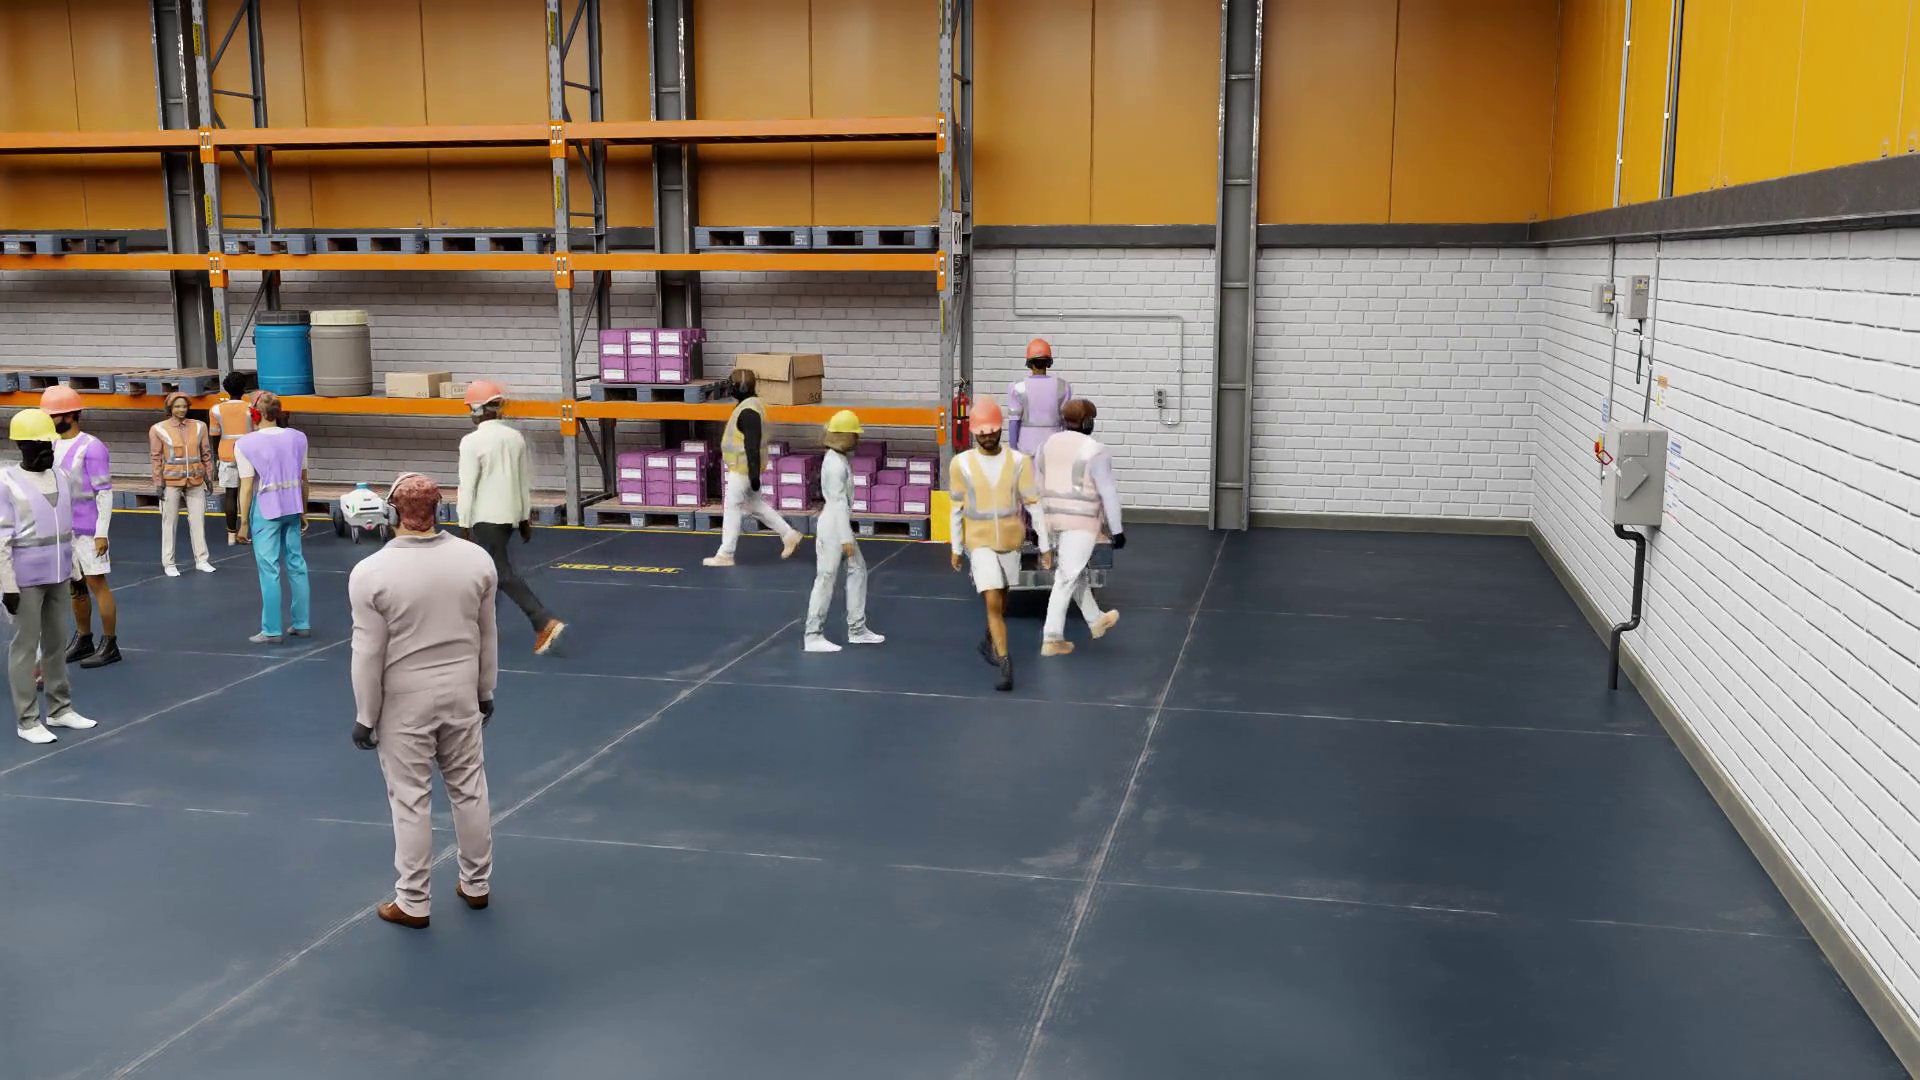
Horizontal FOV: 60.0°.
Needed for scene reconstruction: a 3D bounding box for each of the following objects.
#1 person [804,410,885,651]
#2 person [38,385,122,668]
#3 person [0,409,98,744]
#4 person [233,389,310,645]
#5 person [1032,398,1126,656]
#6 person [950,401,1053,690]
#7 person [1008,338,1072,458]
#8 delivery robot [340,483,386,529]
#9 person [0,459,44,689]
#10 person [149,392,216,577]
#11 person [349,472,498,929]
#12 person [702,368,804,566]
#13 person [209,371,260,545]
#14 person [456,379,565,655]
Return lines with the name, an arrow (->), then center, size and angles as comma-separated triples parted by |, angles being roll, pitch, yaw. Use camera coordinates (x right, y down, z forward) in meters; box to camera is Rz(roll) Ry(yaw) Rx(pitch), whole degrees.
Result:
person -> -0.795, -0.056, 11.788 | 0.715, 1.717, 0.508 | -1, 10, -4
person -> -6.029, -0.088, 11.335 | 0.551, 1.933, 0.369 | 5, 11, 26
person -> -5.326, 0.199, 9.658 | 0.377, 1.929, 0.585 | 3, 10, 15
person -> -4.951, -0.162, 12.030 | 0.389, 1.850, 0.567 | 6, 11, 31
person -> 0.883, -0.109, 11.875 | 0.971, 1.787, 0.652 | -9, 13, -41
person -> 0.256, 0.000, 11.029 | 0.659, 1.873, 1.017 | -1, 10, -7
person -> 0.743, -0.867, 15.617 | 0.608, 2.048, 0.365 | -1, 10, -7
delivery robot -> -5.945, -0.328, 16.564 | 0.477, 0.478, 0.707 | -5, 11, -28
person -> -6.260, 0.076, 10.698 | 0.903, 1.833, 0.536 | 3, 10, 16
person -> -6.845, -0.494, 14.652 | 0.318, 1.630, 0.512 | 9, 13, 43
person -> -2.247, 0.664, 6.970 | 0.639, 1.909, 0.409 | -9, 13, -44
person -> -1.889, -0.662, 15.119 | 0.852, 1.818, 0.625 | 0, 10, -2
person -> -7.002, -0.790, 16.202 | 0.534, 1.697, 0.318 | -1, 10, -8
person -> -3.228, -0.159, 11.754 | 0.992, 1.957, 0.617 | 4, 10, 23
